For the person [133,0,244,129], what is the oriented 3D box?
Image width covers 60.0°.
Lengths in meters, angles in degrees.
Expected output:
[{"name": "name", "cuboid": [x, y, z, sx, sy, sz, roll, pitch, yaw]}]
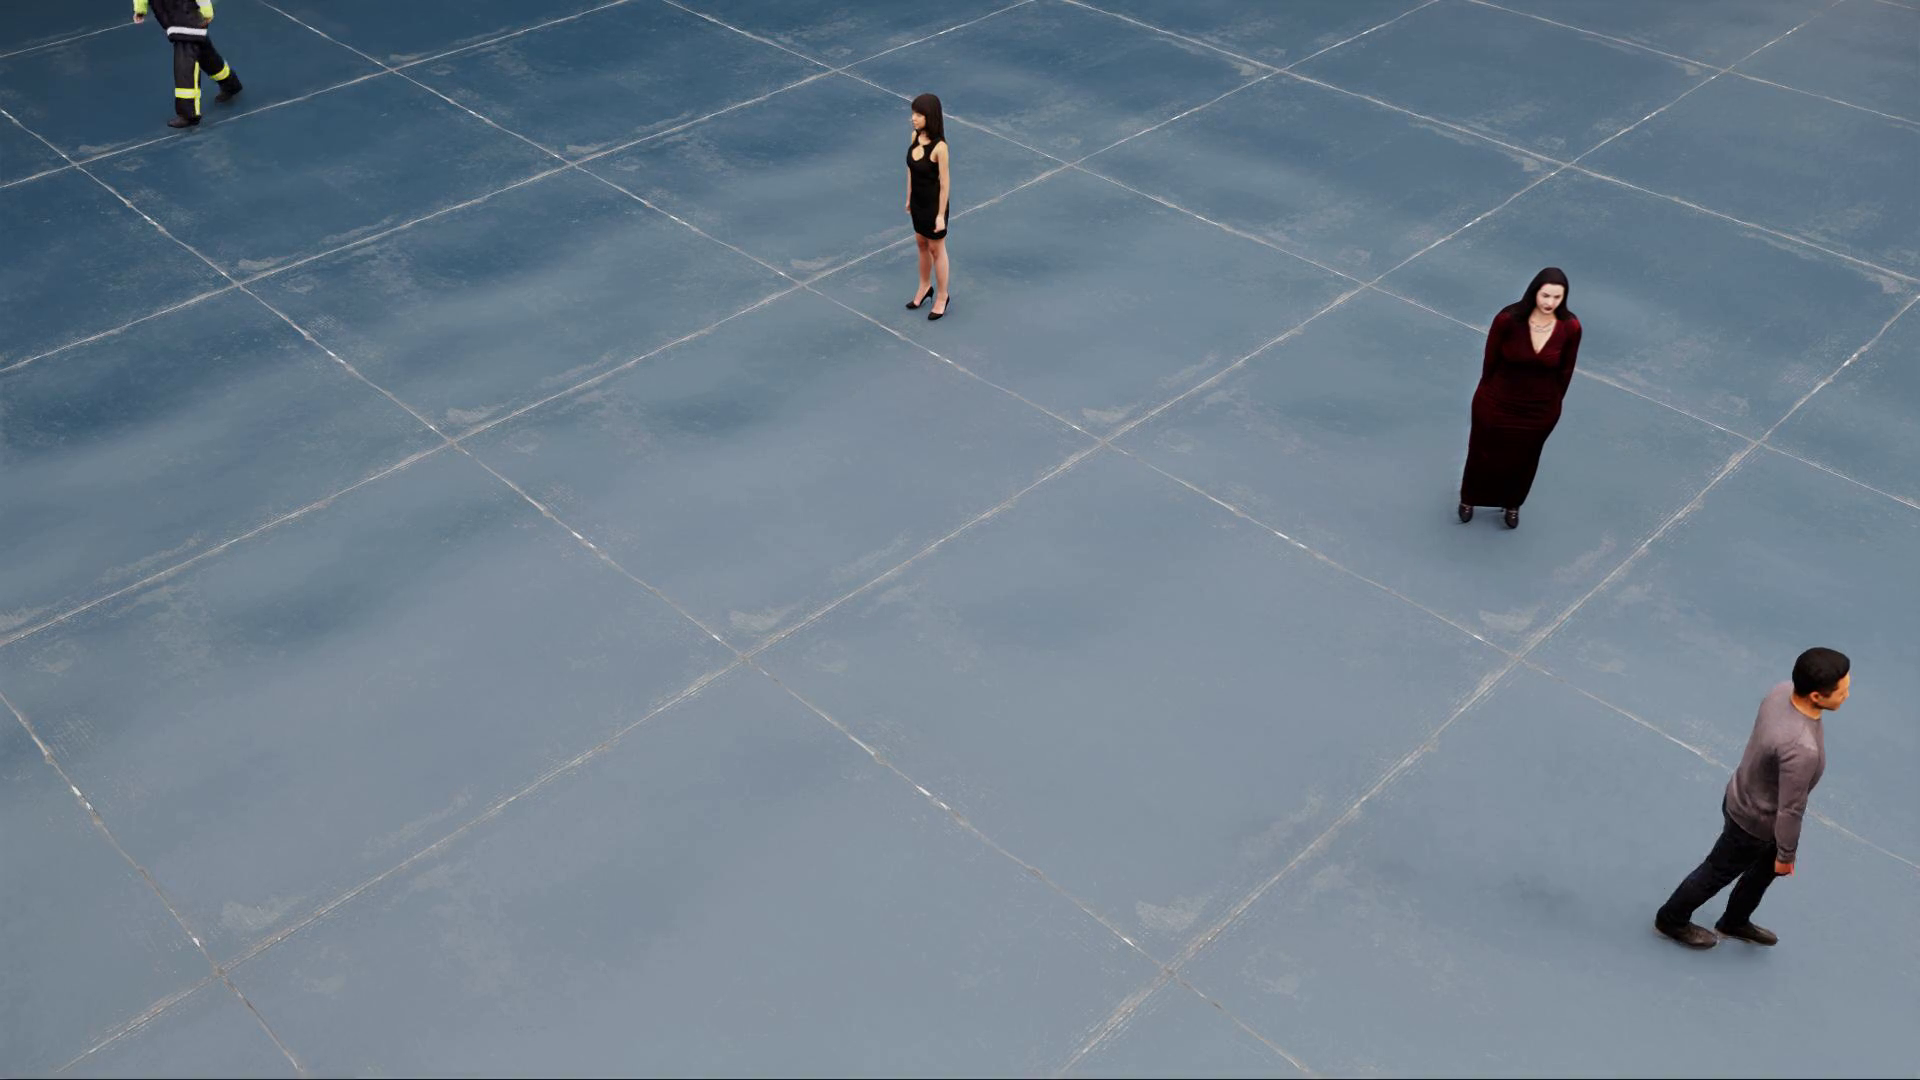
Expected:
[{"name": "person", "cuboid": [-6.727, -4.647, 14.477, 1.028, 1.939, 1.320, 17, 40, 21]}]

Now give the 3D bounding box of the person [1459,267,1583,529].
[{"name": "person", "cuboid": [3.214, -0.815, 9.590, 0.793, 1.752, 0.828, 7, 38, 10]}]

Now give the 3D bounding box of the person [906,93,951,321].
[{"name": "person", "cuboid": [-0.212, -2.345, 11.687, 0.503, 1.650, 0.582, -26, 44, -30]}]

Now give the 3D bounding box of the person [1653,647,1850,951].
[{"name": "person", "cuboid": [3.295, 1.115, 7.053, 0.898, 1.751, 0.838, 0, 37, 0]}]
